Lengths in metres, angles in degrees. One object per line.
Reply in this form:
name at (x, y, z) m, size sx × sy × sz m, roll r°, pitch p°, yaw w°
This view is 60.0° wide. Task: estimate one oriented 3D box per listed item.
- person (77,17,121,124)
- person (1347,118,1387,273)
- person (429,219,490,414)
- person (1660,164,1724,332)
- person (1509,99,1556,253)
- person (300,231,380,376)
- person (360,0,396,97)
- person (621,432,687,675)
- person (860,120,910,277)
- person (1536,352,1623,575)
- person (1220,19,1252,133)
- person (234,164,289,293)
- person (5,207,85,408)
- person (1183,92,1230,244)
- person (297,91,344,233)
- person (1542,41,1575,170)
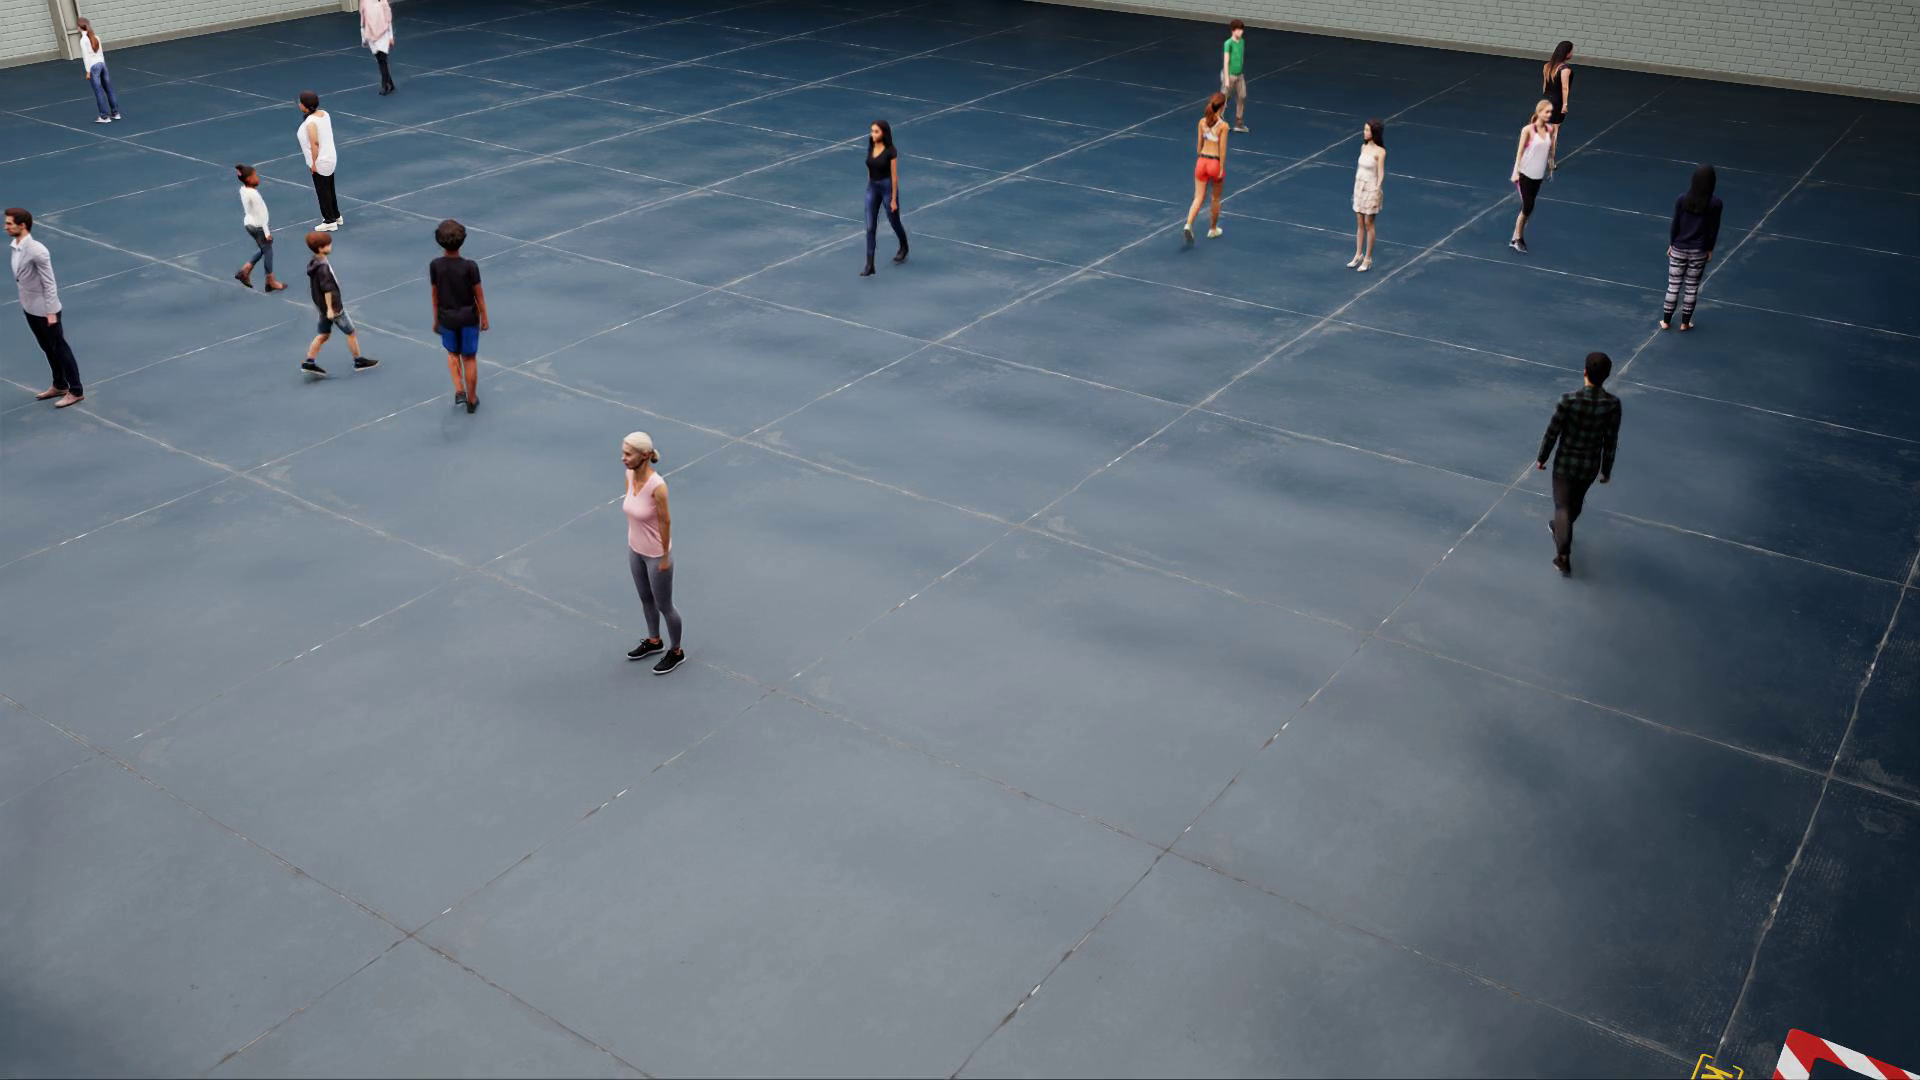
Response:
person at (-13.176, -7.187, 25.393) m, size 0.650 × 1.557 × 0.531 m, roll 10°, pitch 29°, yaw 18°
person at (4.628, -3.905, 18.821) m, size 0.682 × 1.737 × 0.656 m, roll -11°, pitch 29°, yaw -21°
person at (-4.542, -1.980, 15.026) m, size 0.747 × 1.789 × 0.796 m, roll -3°, pitch 27°, yaw -5°
person at (7.503, -3.005, 17.075) m, size 0.636 × 1.735 × 0.568 m, roll 13°, pitch 30°, yaw 23°
person at (6.640, -4.286, 19.522) m, size 0.746 × 1.774 × 0.822 m, roll -9°, pitch 29°, yaw -18°
person at (-6.104, -2.231, 15.919) m, size 1.016 × 1.417 × 0.743 m, roll -18°, pitch 32°, yaw -31°
person at (-9.425, -8.145, 27.023) m, size 0.992 × 1.766 × 1.148 m, roll 1°, pitch 27°, yaw 2°
person at (-2.065, 0.065, 11.124) m, size 0.587 × 1.725 × 0.551 m, roll 24°, pitch 36°, yaw 38°
person at (-0.816, -3.892, 18.843) m, size 0.650 × 1.695 × 1.187 m, roll 15°, pitch 31°, yaw 26°
person at (4.629, -0.560, 12.481) m, size 1.036 × 1.682 × 1.184 m, roll 2°, pitch 27°, yaw 4°
person at (3.994, -6.923, 24.798) m, size 0.849 × 1.632 × 0.817 m, roll -18°, pitch 32°, yaw -32°
person at (-7.721, -3.384, 18.133) m, size 0.811 × 1.441 × 0.654 m, roll -20°, pitch 33°, yaw -33°
person at (-8.449, -2.162, 15.310) m, size 0.686 × 1.853 × 0.586 m, roll 21°, pitch 34°, yaw 34°
person at (2.909, -4.377, 19.705) m, size 0.571 × 1.768 × 1.066 m, roll 17°, pitch 32°, yaw 30°
person at (-7.829, -4.643, 20.309) m, size 0.820 × 1.688 × 0.728 m, roll 0°, pitch 27°, yaw 1°
person at (8.179, -5.996, 22.903) m, size 0.791 × 1.717 × 0.763 m, roll -9°, pitch 29°, yaw -17°
